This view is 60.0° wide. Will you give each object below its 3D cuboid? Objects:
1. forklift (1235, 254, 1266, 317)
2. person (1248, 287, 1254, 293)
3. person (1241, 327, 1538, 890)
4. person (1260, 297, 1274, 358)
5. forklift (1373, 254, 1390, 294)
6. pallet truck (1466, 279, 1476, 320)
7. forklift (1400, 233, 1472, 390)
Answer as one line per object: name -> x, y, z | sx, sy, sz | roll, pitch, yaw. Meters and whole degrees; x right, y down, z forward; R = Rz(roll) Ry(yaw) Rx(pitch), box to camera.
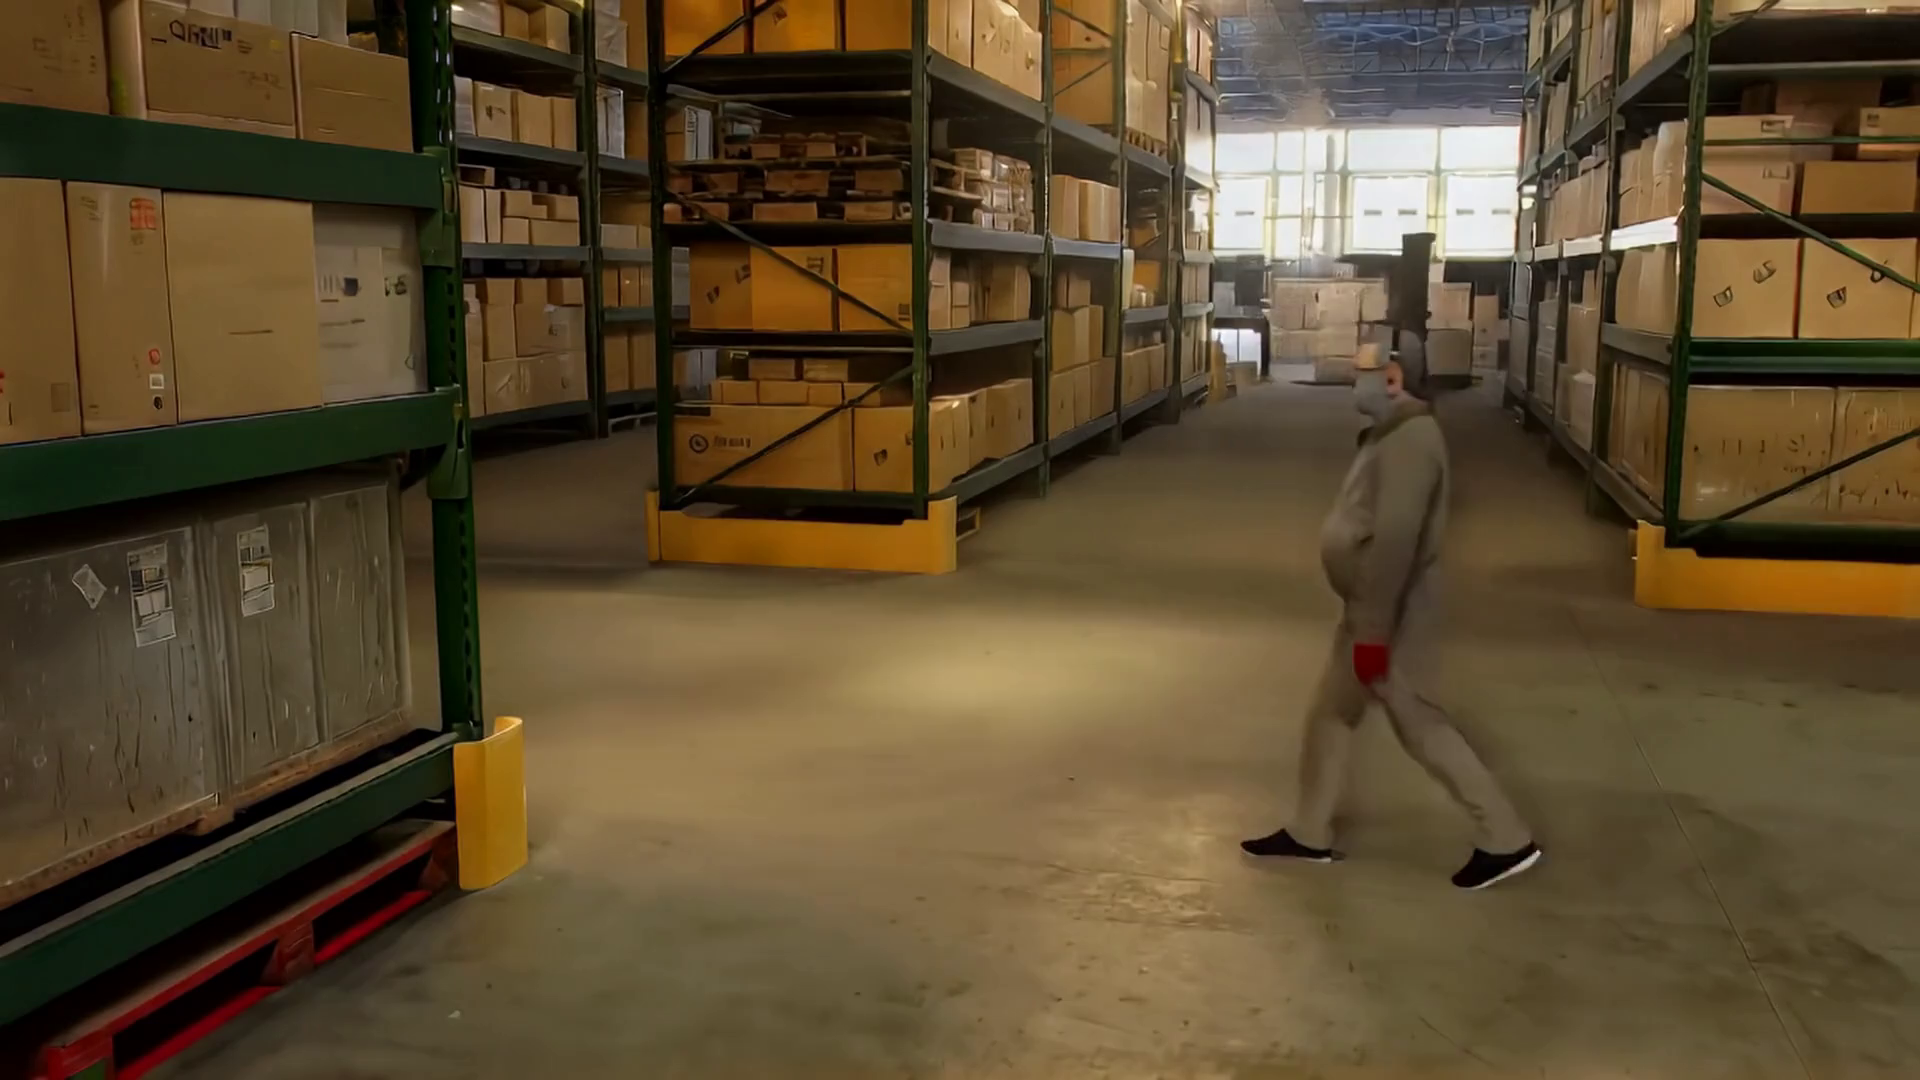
forklift -> 9.764, -8.224, 56.022 | 1.129, 2.768, 1.873 | 5, 10, 27
person -> 10.804, -8.562, 61.913 | 0.541, 1.695, 0.316 | 4, 10, 25
person -> 1.478, 0.228, 5.534 | 0.959, 1.871, 0.653 | 2, 9, 15
person -> 6.809, -4.558, 36.745 | 0.668, 1.620, 0.523 | 1, 9, 3
forklift -> 13.862, -8.056, 54.952 | 1.873, 2.768, 1.129 | 4, 10, 22
pallet truck -> 18.896, -8.459, 60.307 | 1.885, 1.965, 0.823 | 5, 10, 31
forklift -> 8.195, -4.123, 29.967 | 1.873, 2.768, 1.129 | 0, 9, 1
